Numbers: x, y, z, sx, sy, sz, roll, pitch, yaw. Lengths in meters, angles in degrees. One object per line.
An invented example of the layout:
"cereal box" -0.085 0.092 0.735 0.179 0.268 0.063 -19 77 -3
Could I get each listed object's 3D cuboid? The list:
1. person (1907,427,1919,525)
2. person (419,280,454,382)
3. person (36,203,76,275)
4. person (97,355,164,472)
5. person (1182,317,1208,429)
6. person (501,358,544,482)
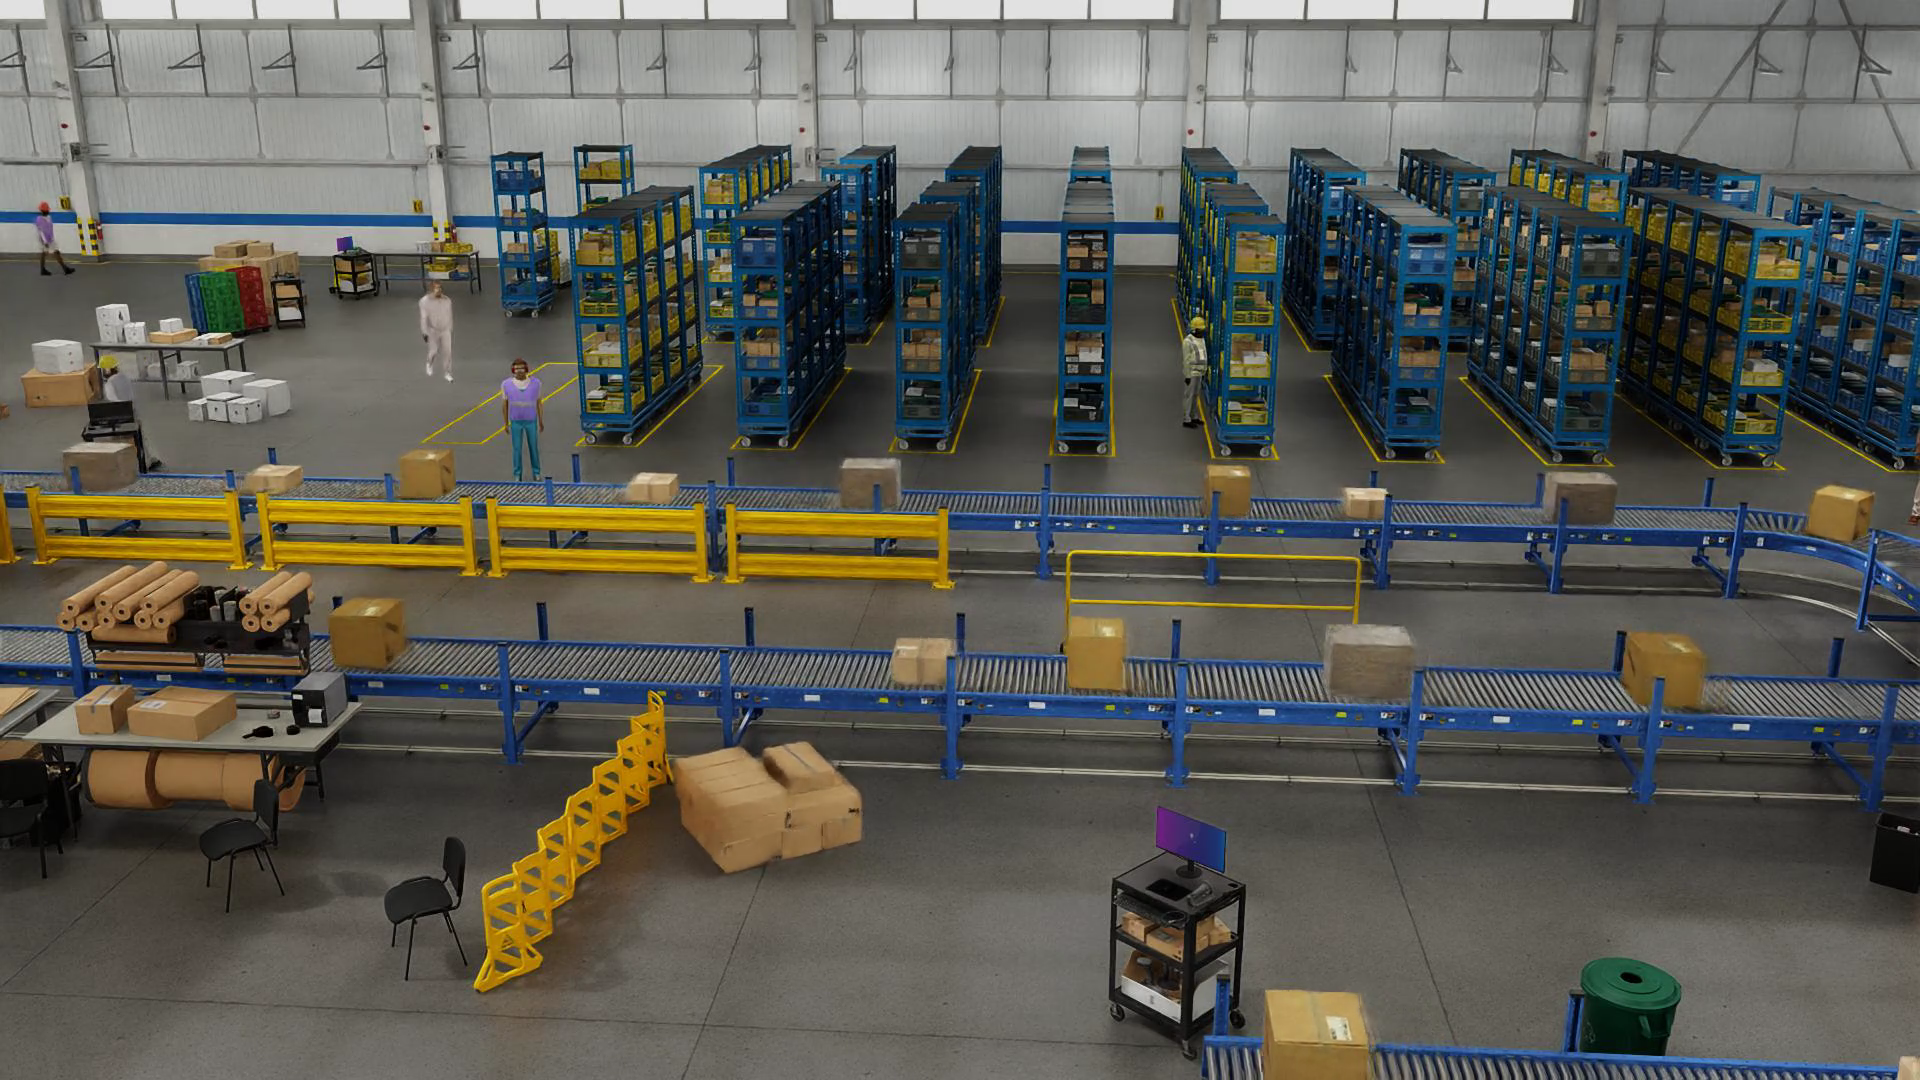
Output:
"person" 12.921 -1.136 21.902 0.626 1.991 0.393 10 20 30
"person" -9.675 -3.886 30.795 0.646 1.890 0.639 -13 21 -35
"person" -23.648 -7.809 43.248 1.008 1.879 0.563 4 18 11
"person" -12.307 -1.849 24.513 0.908 1.792 0.590 2 18 7
"person" 3.856 -2.755 27.302 0.404 1.832 0.597 11 20 31
"person" -6.289 -1.715 23.981 0.566 1.846 0.389 -5 18 -17
